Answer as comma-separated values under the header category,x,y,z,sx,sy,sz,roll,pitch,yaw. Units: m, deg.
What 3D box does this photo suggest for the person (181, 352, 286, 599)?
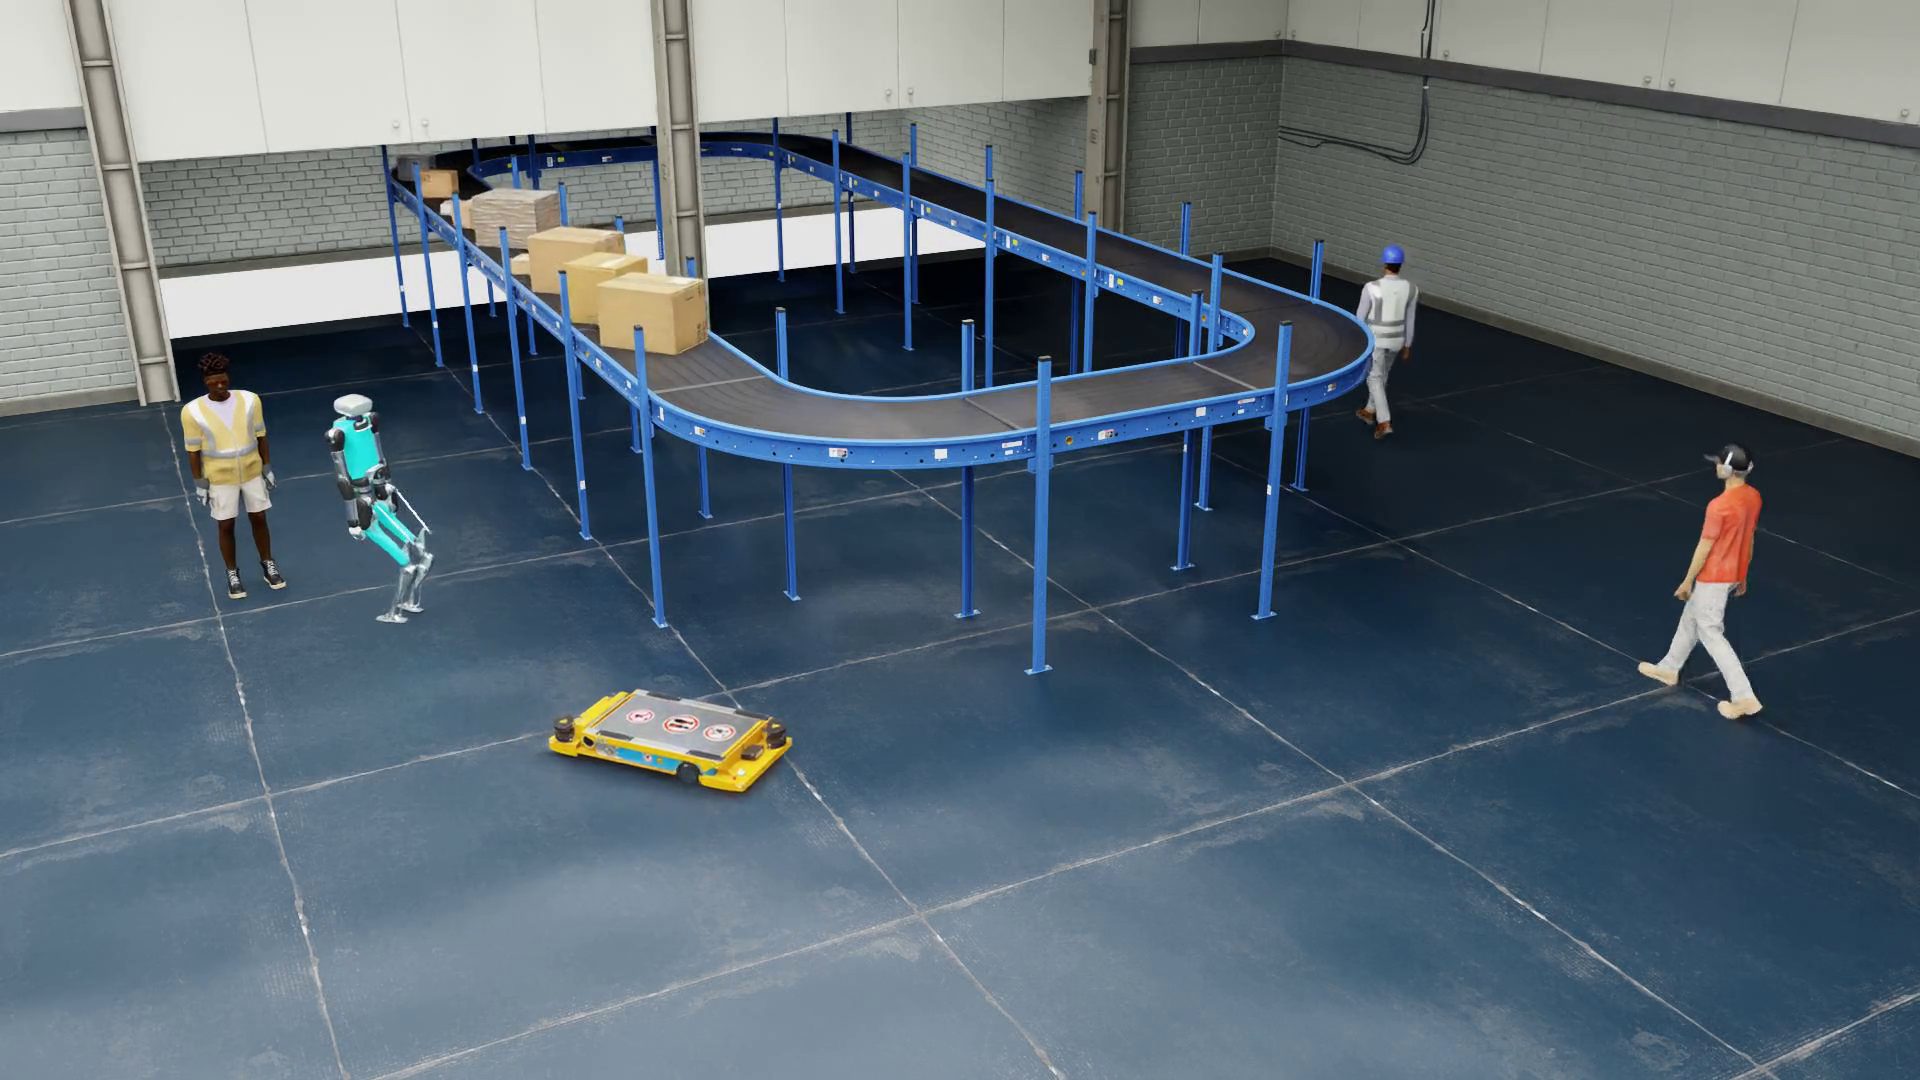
category,x,y,z,sx,sy,sz,roll,pitch,yaw
person,-5.634,-0.510,12.891,0.605,1.959,0.371,-17,28,-36

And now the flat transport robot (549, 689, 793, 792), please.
category,x,y,z,sx,sy,sz,roll,pitch,yaw
flat transport robot,-1.867,1.273,10.730,1.431,0.231,0.659,9,24,21

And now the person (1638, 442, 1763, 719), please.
category,x,y,z,sx,sy,sz,roll,pitch,yaw
person,5.106,0.246,11.140,0.487,1.871,0.941,-15,26,-32

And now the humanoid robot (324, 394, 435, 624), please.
category,x,y,z,sx,sy,sz,roll,pitch,yaw
humanoid robot,-4.246,-0.221,12.399,0.703,1.739,0.530,6,23,15

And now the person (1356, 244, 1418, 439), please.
category,x,y,z,sx,sy,sz,roll,pitch,yaw
person,4.243,-1.991,16.605,0.596,1.913,0.944,-6,23,-15
